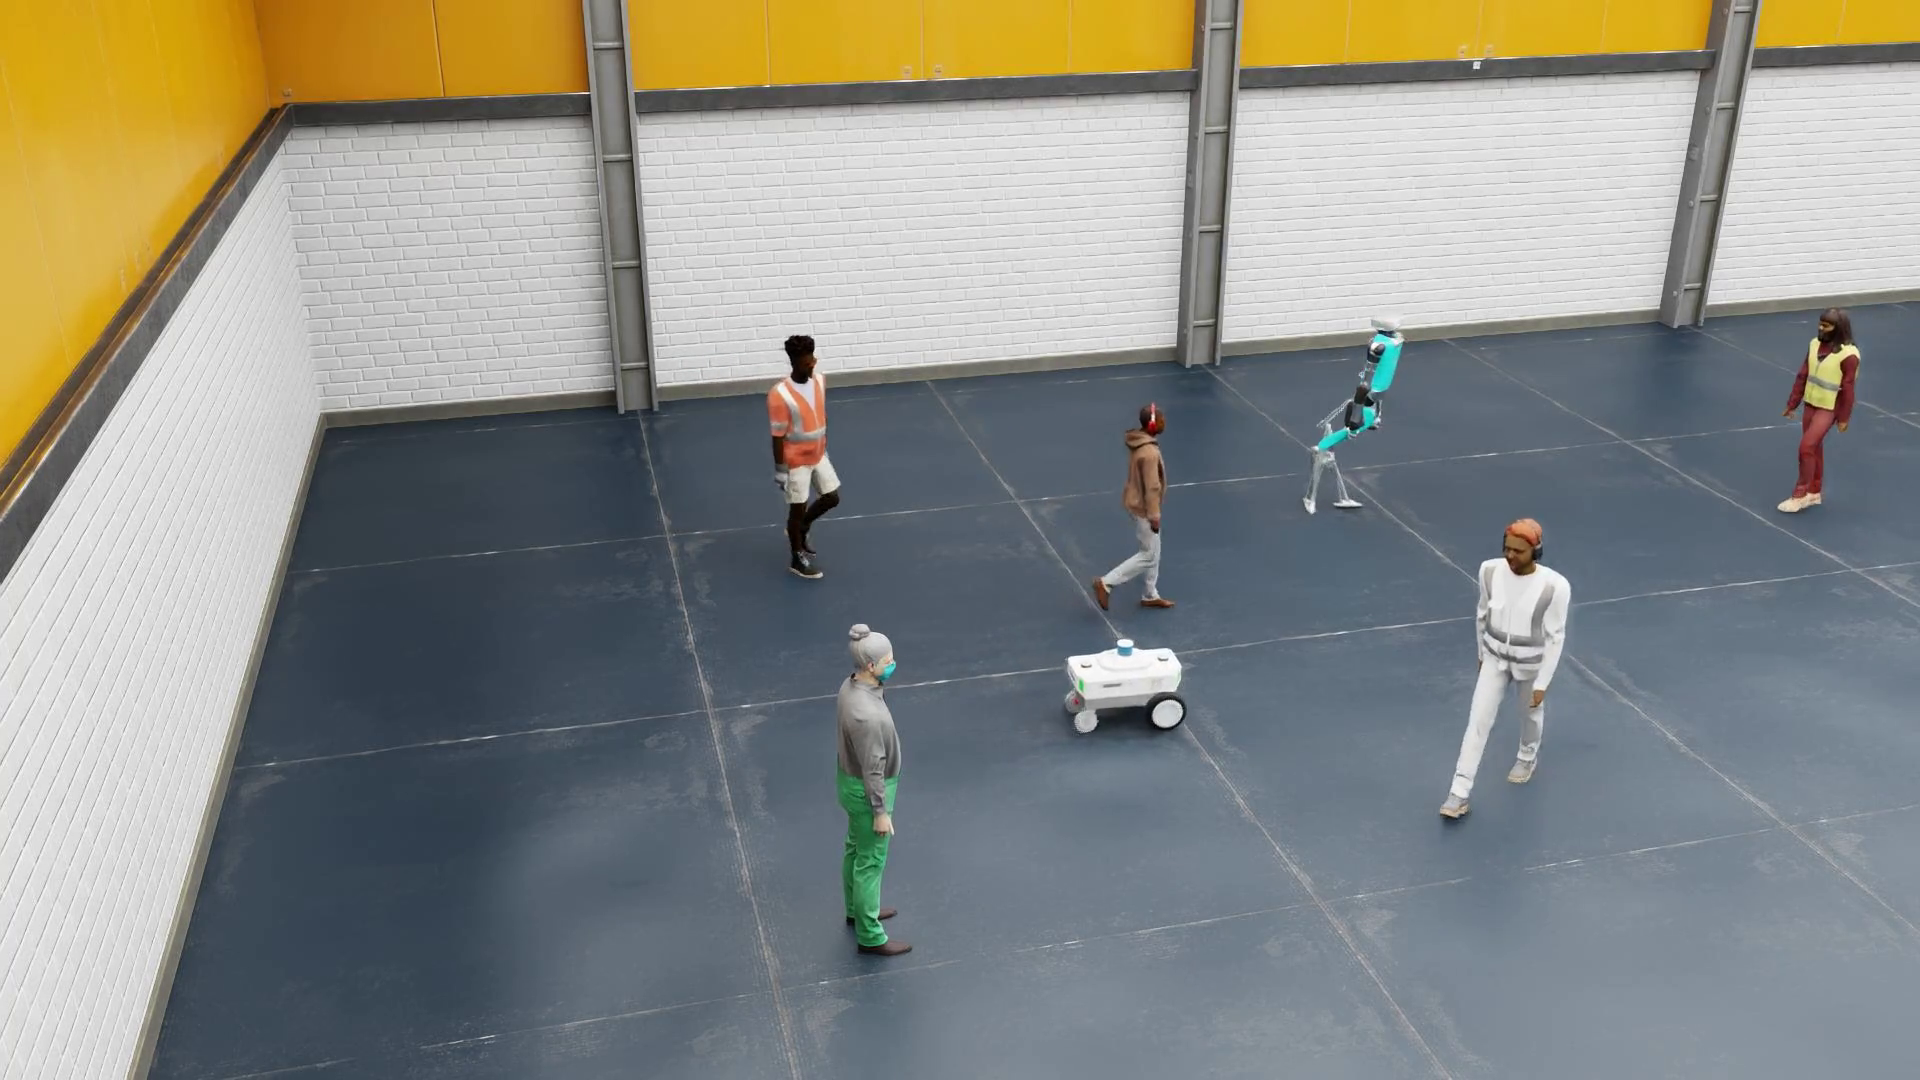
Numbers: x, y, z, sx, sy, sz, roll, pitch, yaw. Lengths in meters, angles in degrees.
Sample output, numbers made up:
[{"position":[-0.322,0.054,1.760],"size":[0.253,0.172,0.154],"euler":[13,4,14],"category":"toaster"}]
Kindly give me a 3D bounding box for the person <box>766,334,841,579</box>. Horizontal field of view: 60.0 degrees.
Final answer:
[{"position":[-1.196,-0.636,12.716],"size":[0.440,1.954,0.614],"euler":[17,29,33],"category":"person"}]

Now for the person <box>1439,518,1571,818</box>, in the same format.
[{"position":[3.251,0.726,9.796],"size":[0.574,1.821,1.038],"euler":[18,30,35],"category":"person"}]

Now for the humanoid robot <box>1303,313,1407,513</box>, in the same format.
[{"position":[3.220,-1.074,13.975],"size":[0.861,1.776,0.601],"euler":[18,29,35],"category":"humanoid robot"}]

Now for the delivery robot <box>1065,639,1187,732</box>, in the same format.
[{"position":[1.097,0.944,10.884],"size":[0.801,0.612,0.499],"euler":[-4,24,-9],"category":"delivery robot"}]

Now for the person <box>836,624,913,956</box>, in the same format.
[{"position":[-0.459,1.264,8.525],"size":[0.340,1.854,0.514],"euler":[-6,24,-12],"category":"person"}]

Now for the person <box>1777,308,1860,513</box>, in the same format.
[{"position":[7.160,-1.084,13.978],"size":[0.658,1.749,0.499],"euler":[-6,25,-14],"category":"person"}]

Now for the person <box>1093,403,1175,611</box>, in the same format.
[{"position":[1.303,-0.219,12.150],"size":[0.573,1.632,0.483],"euler":[-1,24,-3],"category":"person"}]
